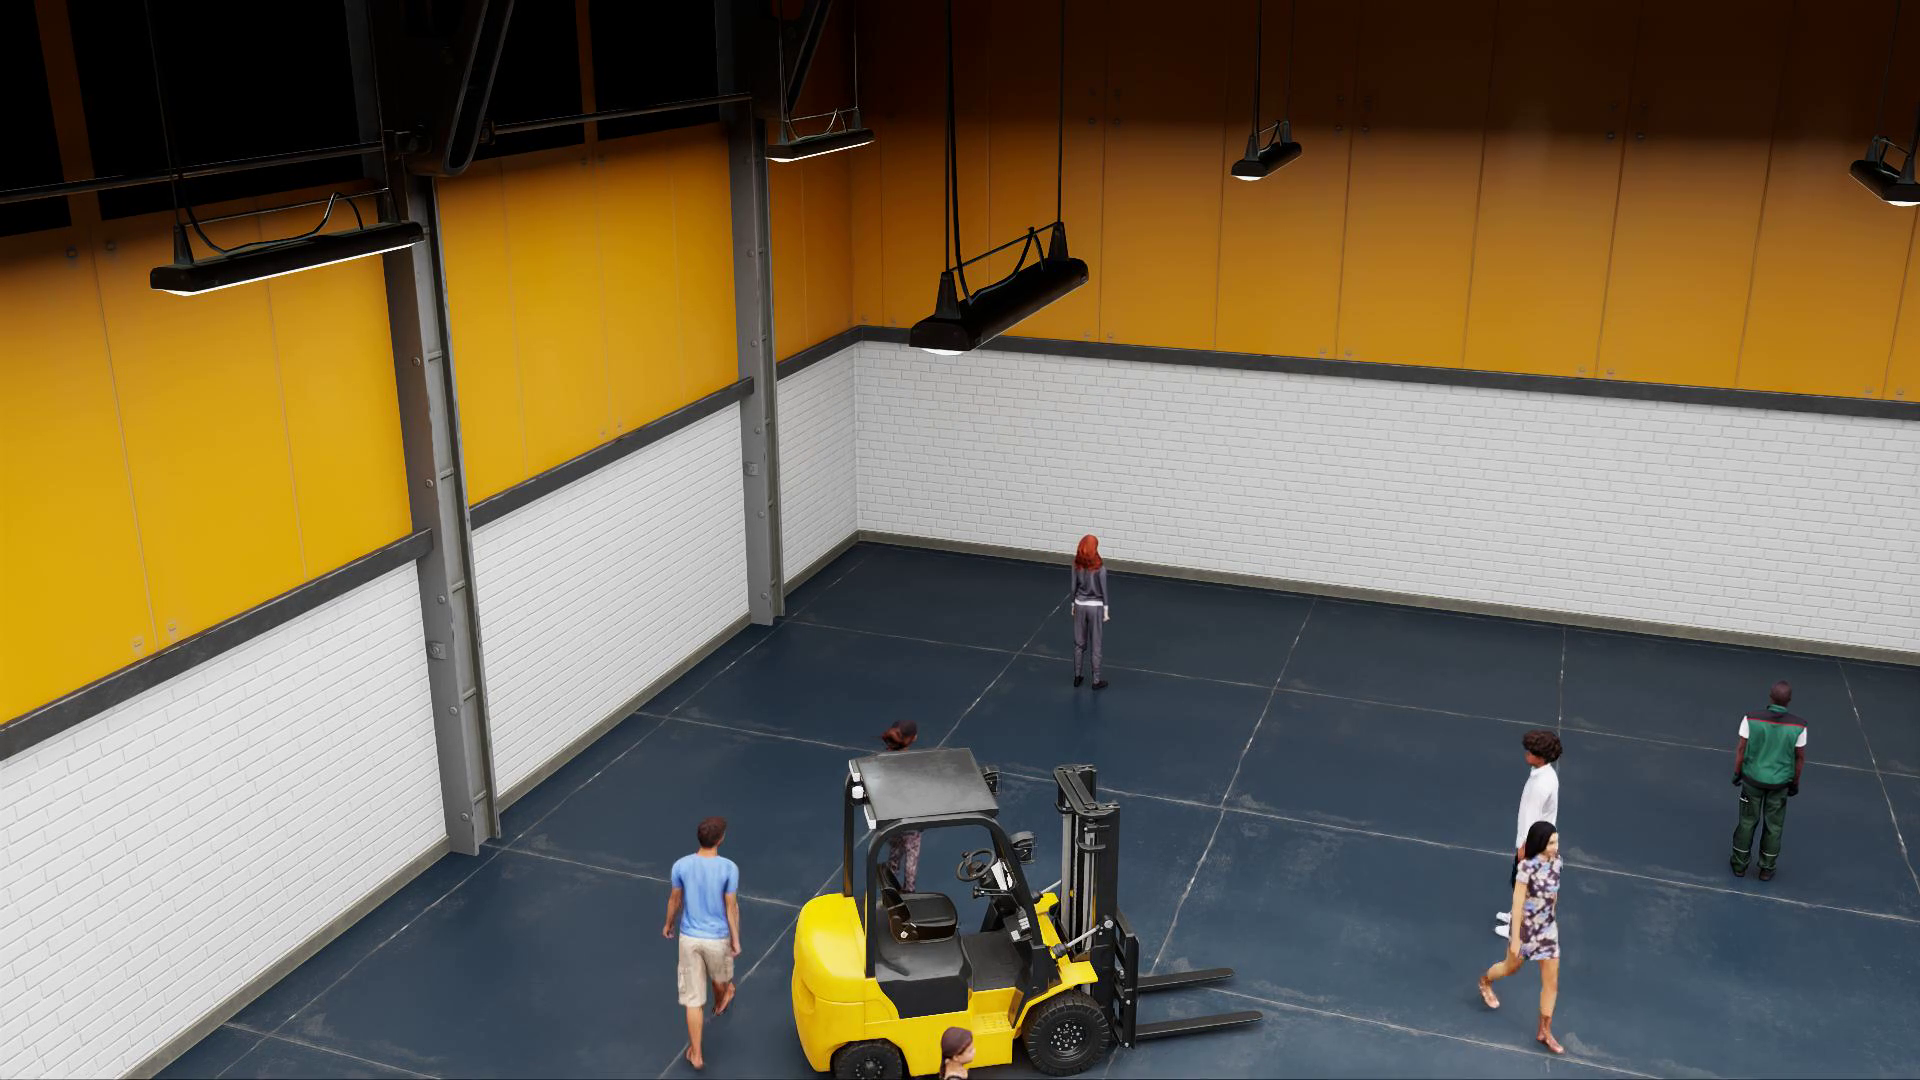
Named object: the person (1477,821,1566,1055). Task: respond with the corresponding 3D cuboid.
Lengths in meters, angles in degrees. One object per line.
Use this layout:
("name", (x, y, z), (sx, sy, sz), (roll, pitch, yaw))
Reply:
("person", (4.165, 2.854, 12.278), (1.078, 1.698, 1.148), (-8, 20, -23))

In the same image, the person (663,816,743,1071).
("person", (-1.824, 2.916, 11.922), (1.025, 1.807, 1.297), (-1, 19, -3))

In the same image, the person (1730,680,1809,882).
("person", (6.978, 2.070, 14.385), (0.696, 1.840, 0.611), (8, 20, 23))

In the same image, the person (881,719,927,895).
("person", (-0.483, 2.280, 13.954), (0.701, 1.718, 0.667), (-14, 23, -35))

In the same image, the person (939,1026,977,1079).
("person", (-0.101, 3.660, 10.167), (0.924, 1.518, 1.014), (-4, 19, -10))

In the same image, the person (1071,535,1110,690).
("person", (1.419, 0.784, 18.299), (0.610, 1.779, 0.542), (10, 21, 27))

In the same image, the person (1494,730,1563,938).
("person", (4.664, 2.395, 13.468), (0.714, 1.810, 0.525), (7, 20, 20))
